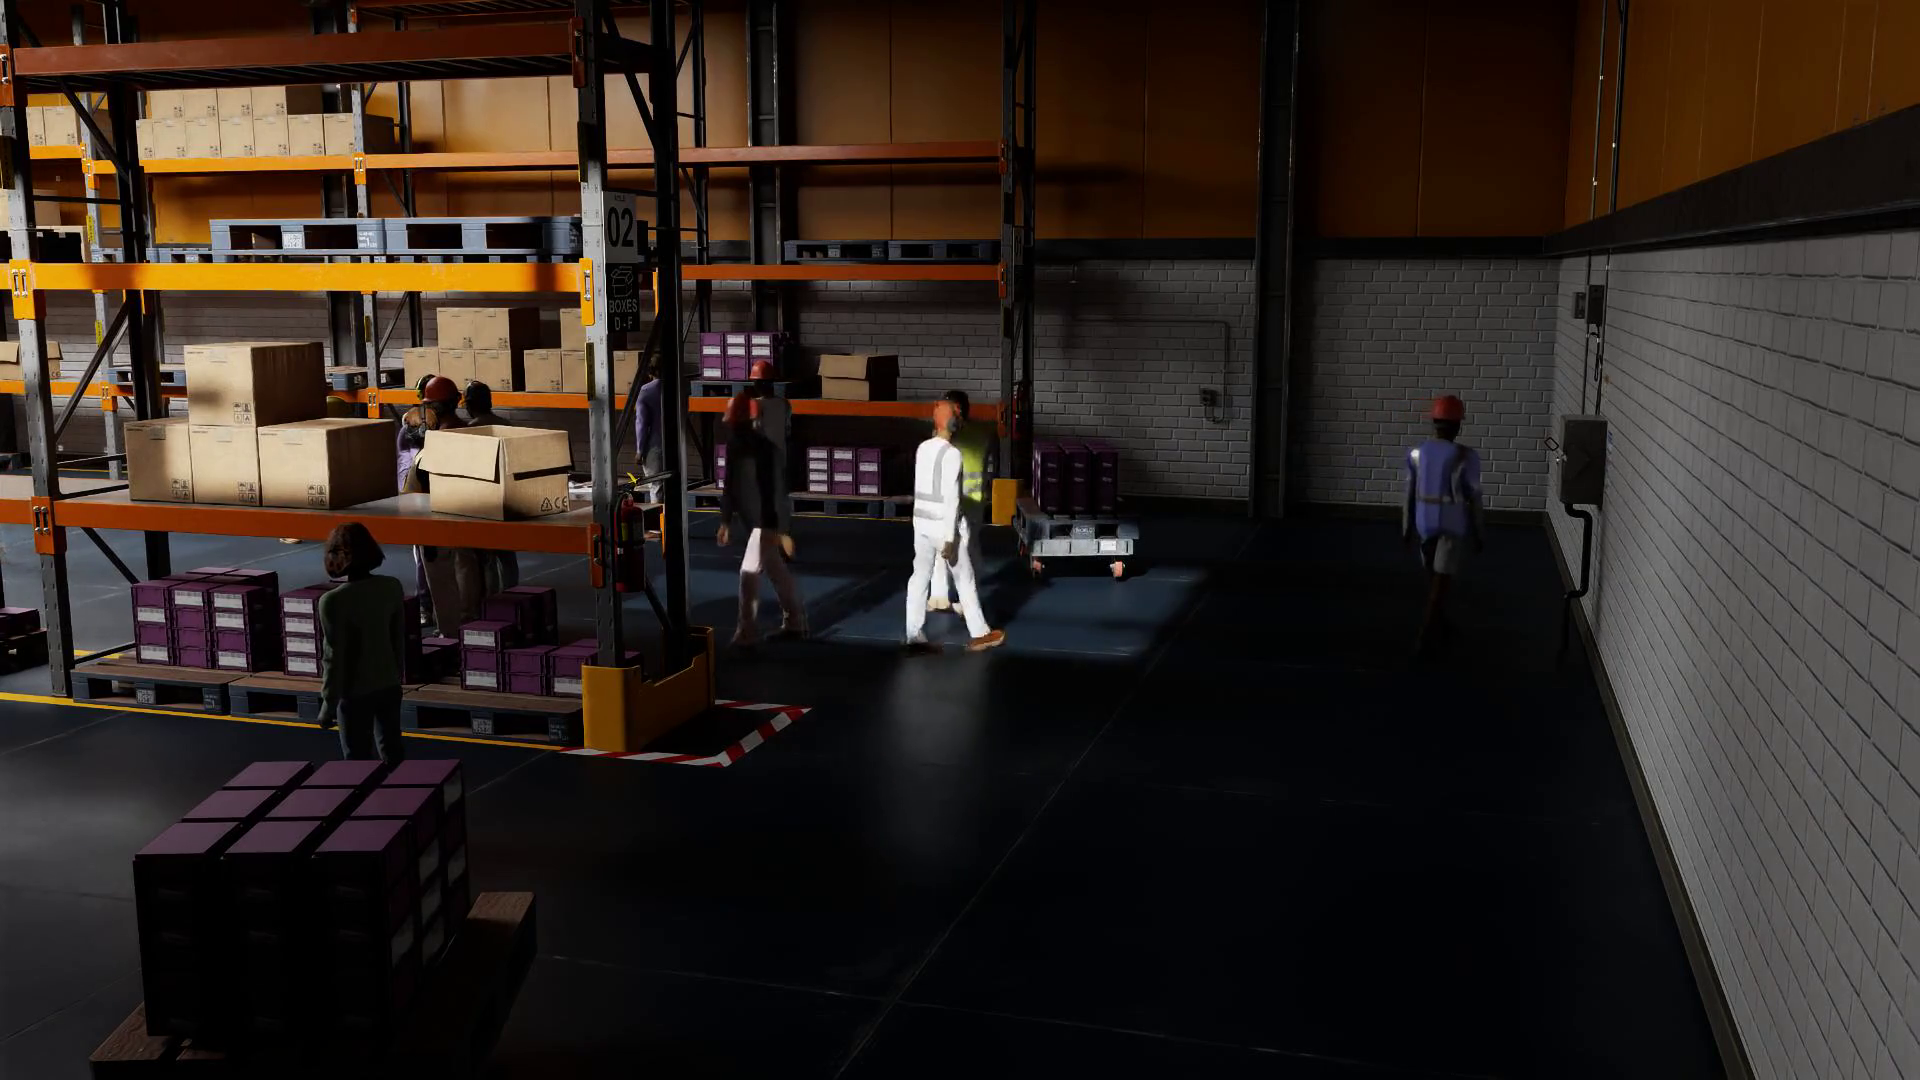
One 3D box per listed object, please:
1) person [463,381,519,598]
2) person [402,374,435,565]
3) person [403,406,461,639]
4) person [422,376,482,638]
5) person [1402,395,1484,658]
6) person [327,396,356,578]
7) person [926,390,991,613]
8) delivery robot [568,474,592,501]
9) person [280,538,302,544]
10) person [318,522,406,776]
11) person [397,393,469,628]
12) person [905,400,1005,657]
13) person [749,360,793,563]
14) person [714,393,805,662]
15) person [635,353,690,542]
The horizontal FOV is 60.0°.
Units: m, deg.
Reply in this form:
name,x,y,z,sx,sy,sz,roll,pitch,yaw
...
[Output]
name,x,y,z,sx,sy,sz,roll,pitch,yaw
person,-3.687,-0.269,12.945,0.373,1.935,0.627,4,10,22
person,-4.649,-0.526,14.690,0.323,1.876,0.528,9,13,43
person,-3.764,-0.042,11.890,0.431,1.835,0.621,-2,10,-13
person,-3.848,-0.242,12.599,0.391,1.991,0.613,0,9,1
person,3.518,-0.109,12.122,0.559,1.890,0.969,9,13,42
person,-4.748,-0.190,12.767,0.404,1.831,0.600,-2,10,-12
person,-0.065,-0.306,13.493,0.658,1.820,0.629,-9,13,-43
delivery robot,-4.280,-0.475,18.103,0.707,0.478,0.477,0,9,1
person,-6.803,-0.892,17.023,0.429,1.844,0.622,3,10,20
person,-2.796,0.724,7.805,0.285,1.632,0.498,4,10,24
person,-4.055,-0.267,13.017,0.652,1.904,0.403,-3,10,-18
person,-0.037,-0.087,12.078,0.908,1.845,0.569,-6,11,-34
person,-1.823,-0.716,15.649,0.365,1.939,0.542,8,12,41
person,-1.455,-0.112,12.097,0.919,1.918,0.641,-6,11,-33
person,-3.065,-0.950,17.076,0.372,1.940,0.632,9,13,44
